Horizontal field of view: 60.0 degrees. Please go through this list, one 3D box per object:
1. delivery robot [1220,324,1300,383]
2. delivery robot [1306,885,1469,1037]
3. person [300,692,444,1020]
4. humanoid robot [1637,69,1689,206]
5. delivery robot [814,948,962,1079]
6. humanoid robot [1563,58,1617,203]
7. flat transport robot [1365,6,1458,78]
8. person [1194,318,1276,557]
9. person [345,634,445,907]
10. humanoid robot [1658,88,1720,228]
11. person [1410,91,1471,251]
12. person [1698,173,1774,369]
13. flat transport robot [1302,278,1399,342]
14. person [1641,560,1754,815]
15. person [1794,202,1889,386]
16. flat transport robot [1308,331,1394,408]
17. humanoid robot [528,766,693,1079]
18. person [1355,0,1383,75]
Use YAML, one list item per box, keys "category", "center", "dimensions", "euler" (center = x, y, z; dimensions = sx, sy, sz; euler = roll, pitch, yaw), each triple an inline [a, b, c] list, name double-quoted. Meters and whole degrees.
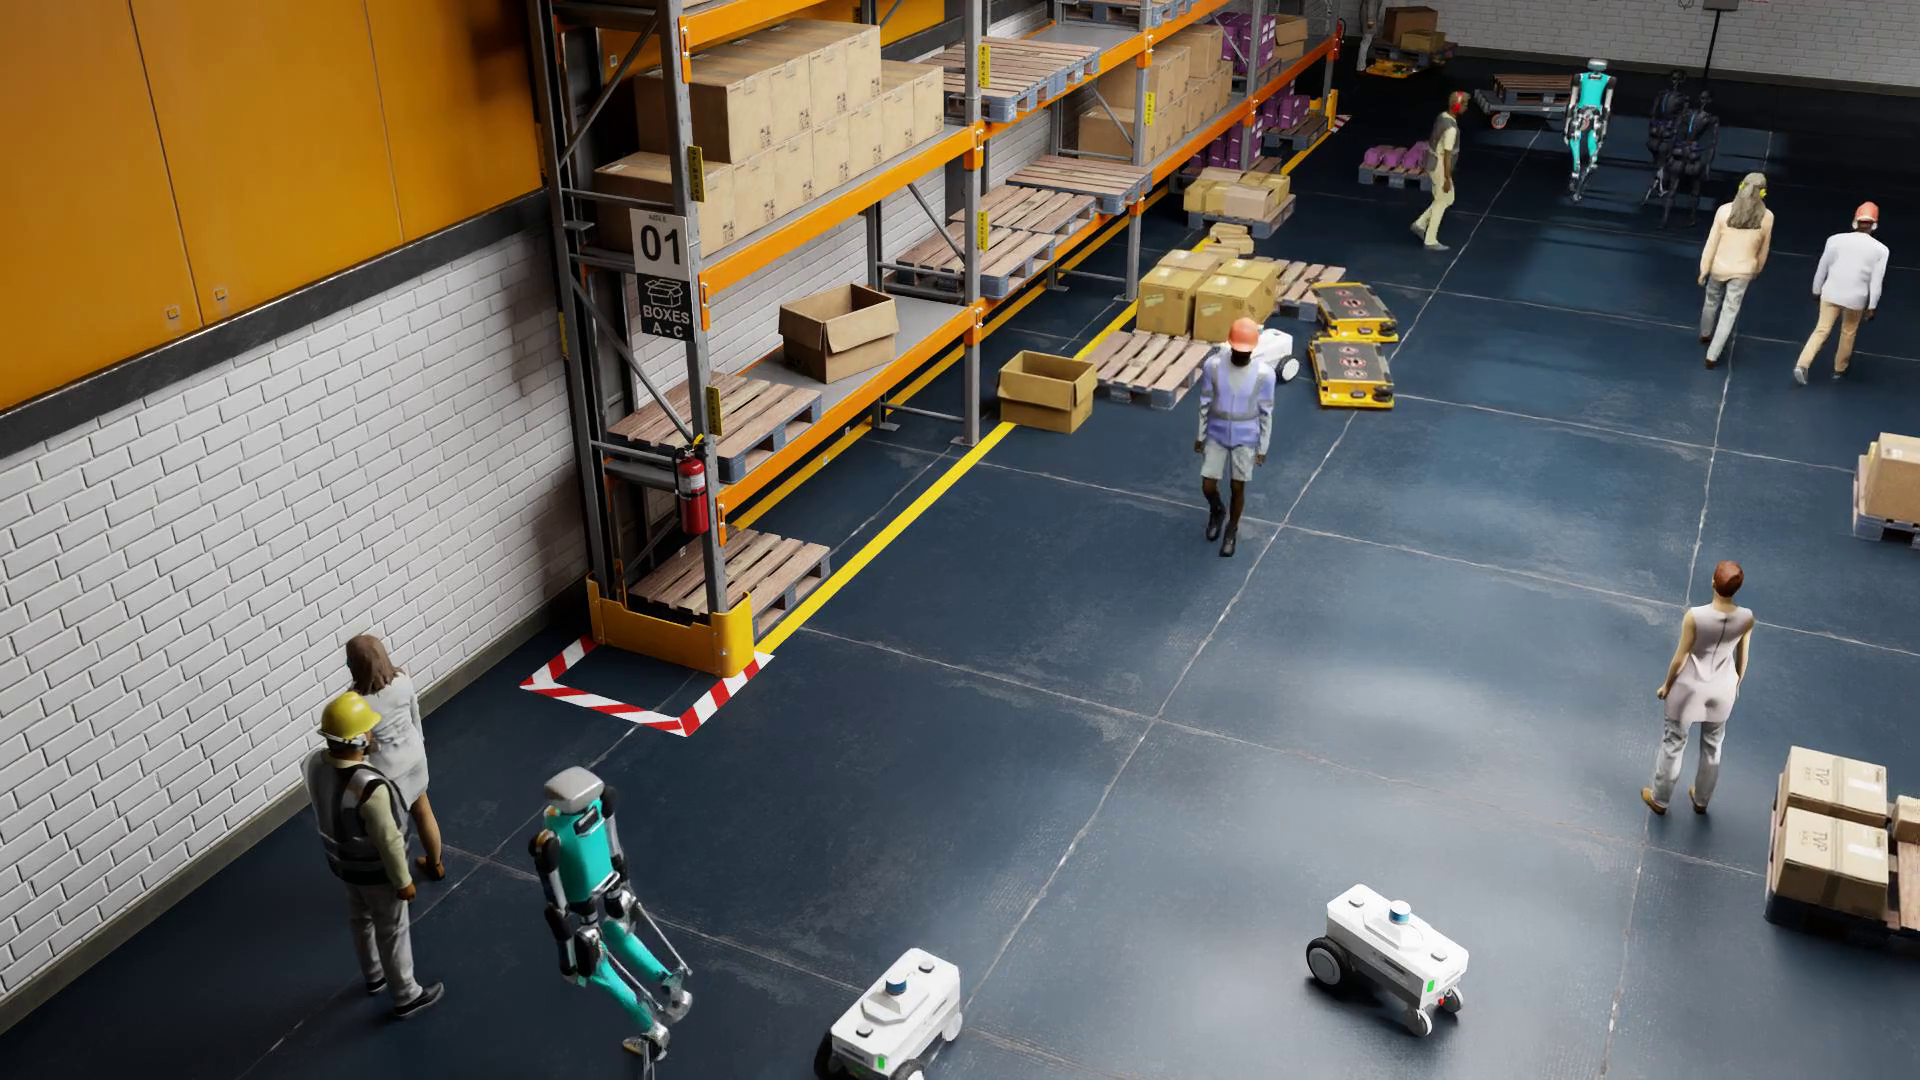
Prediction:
- category: "delivery robot"
  center: [2.798, -1.732, 15.655]
  dimensions: [0.805, 0.609, 0.499]
  euler: [-19, 34, -31]
- category: "delivery robot"
  center: [2.204, 2.106, 8.531]
  dimensions: [0.499, 0.603, 0.794]
  euler: [-21, 35, -34]
- category: "person"
  center: [-2.904, 1.559, 8.204]
  dimensions: [0.591, 1.824, 0.403]
  euler: [21, 35, 33]
- category: "humanoid robot"
  center: [8.718, -4.967, 20.470]
  dimensions: [0.682, 1.636, 0.591]
  euler: [-14, 31, -24]
- category: "delivery robot"
  center: [-0.307, 2.342, 8.075]
  dimensions: [0.499, 0.587, 0.781]
  euler: [17, 33, 29]
- category: "humanoid robot"
  center: [7.668, -4.955, 20.383]
  dimensions: [0.530, 1.727, 1.025]
  euler: [8, 29, 14]
- category: "flat transport robot"
  center: [7.284, -7.788, 27.169]
  dimensions: [0.659, 0.231, 1.431]
  euler: [24, 36, 37]
- category: "person"
  center: [2.030, -0.756, 12.391]
  dimensions: [0.567, 1.918, 0.410]
  euler: [9, 30, 16]
- category: "person"
  center: [-3.092, 1.228, 8.981]
  dimensions: [0.337, 1.661, 0.486]
  euler: [15, 32, 26]
- category: "humanoid robot"
  center: [8.630, -4.521, 19.647]
  dimensions: [0.629, 1.640, 0.609]
  euler: [-20, 34, -33]
- category: "person"
  center: [5.466, -4.171, 18.821]
  dimensions: [0.459, 1.823, 0.571]
  euler: [2, 28, 4]
- category: "person"
  center: [7.425, -2.631, 15.970]
  dimensions: [0.556, 1.816, 0.984]
  euler: [14, 32, 25]
- category: "flat transport robot"
  center: [3.996, -2.363, 17.111]
  dimensions: [0.659, 0.231, 1.431]
  euler: [-1, 28, -3]
- category: "person"
  center: [4.301, 0.867, 9.652]
  dimensions: [0.460, 1.659, 0.270]
  euler: [1, 28, 1]
- category: "person"
  center: [8.179, -2.260, 15.403]
  dimensions: [0.596, 1.709, 0.800]
  euler: [23, 36, 36]
- category: "flat transport robot"
  center: [3.684, -1.611, 15.715]
  dimensions: [0.659, 0.231, 1.431]
  euler: [3, 28, 5]
- category: "humanoid robot"
  center: [-1.514, 1.889, 7.691]
  dimensions: [0.729, 1.791, 0.531]
  euler: [12, 31, 22]
- category: "person"
  center: [6.581, -8.397, 26.668]
  dimensions: [0.364, 1.825, 0.508]
  euler: [5, 29, 10]
